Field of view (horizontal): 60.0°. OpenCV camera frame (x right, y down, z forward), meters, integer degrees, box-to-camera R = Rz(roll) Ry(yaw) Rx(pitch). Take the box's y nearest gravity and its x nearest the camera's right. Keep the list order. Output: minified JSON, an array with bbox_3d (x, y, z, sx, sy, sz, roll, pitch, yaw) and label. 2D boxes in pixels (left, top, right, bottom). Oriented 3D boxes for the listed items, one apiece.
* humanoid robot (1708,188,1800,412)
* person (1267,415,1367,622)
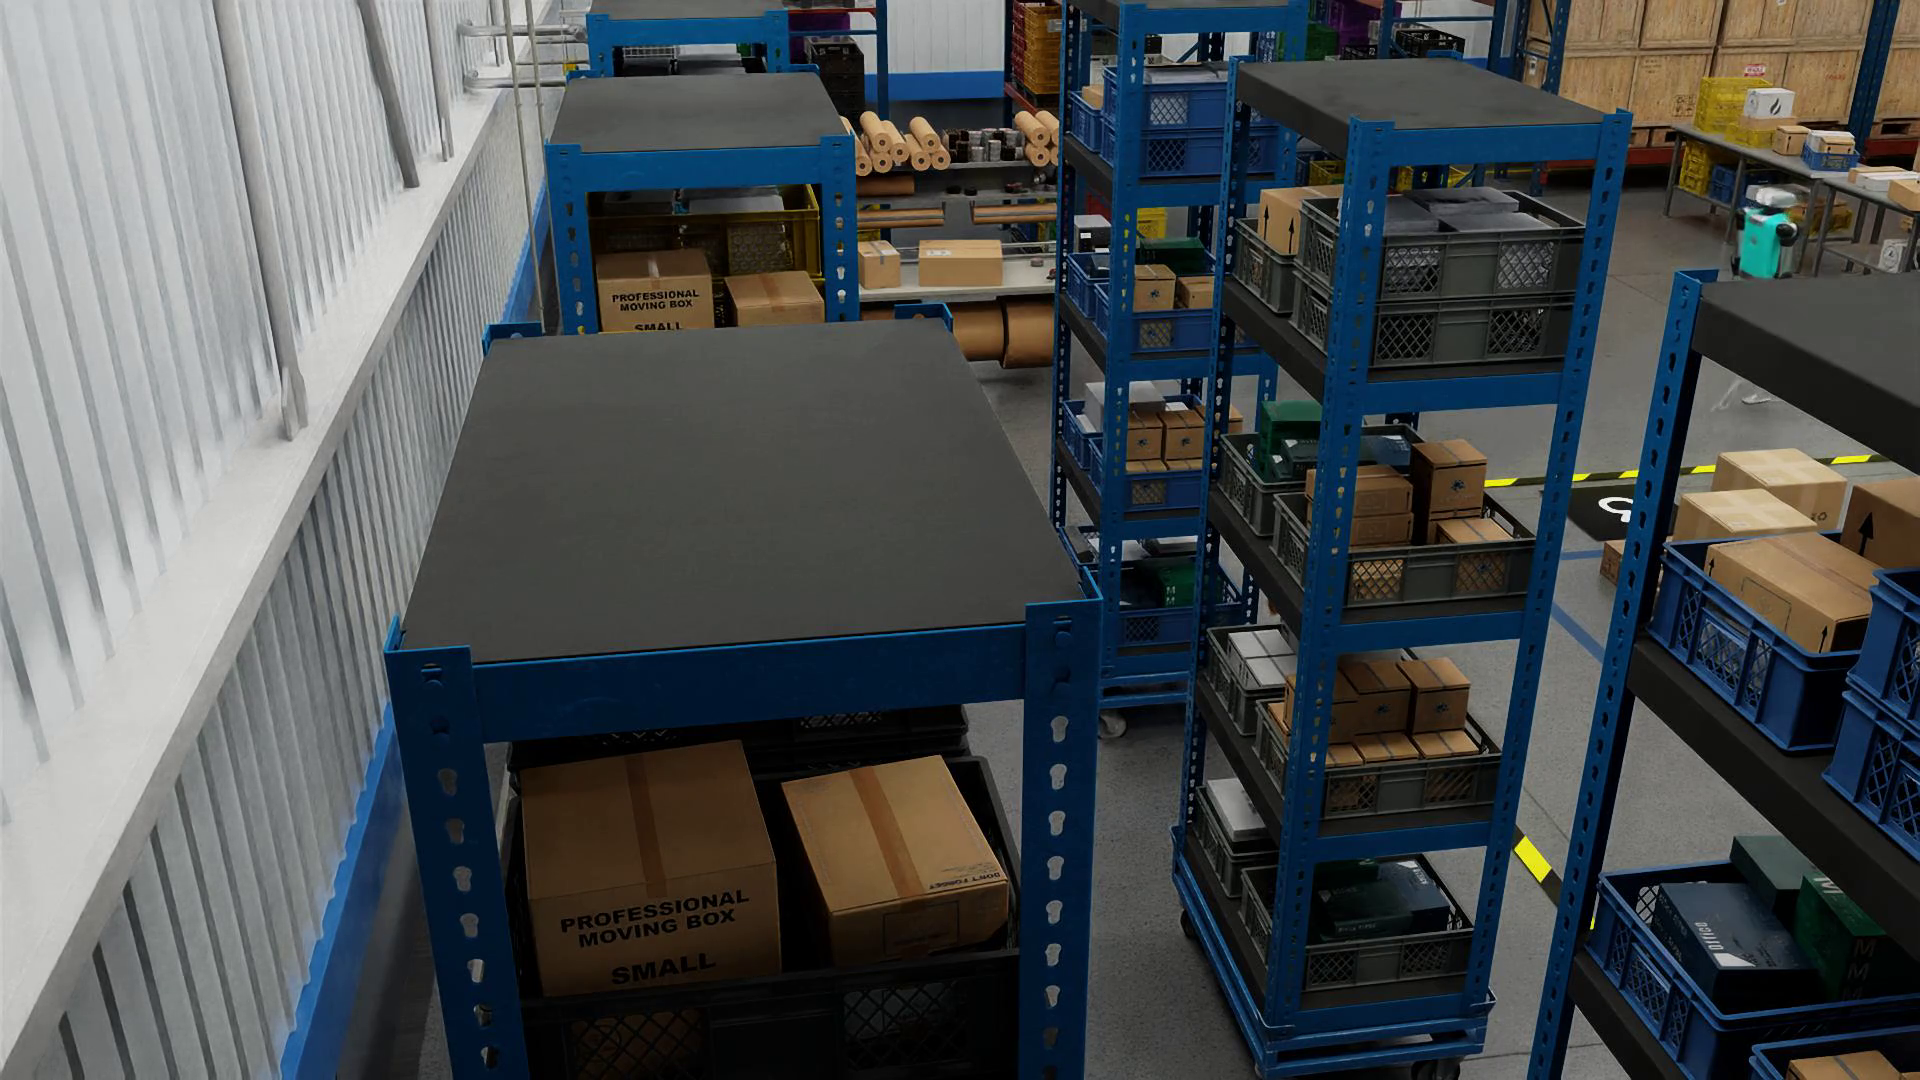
[{"bbox_3d":[6.061,-1.746,12.349,0.797,1.784,0.553,-9,26,-19],"label":"humanoid robot"},{"bbox_3d":[1.745,0.209,7.955,0.587,1.848,0.398,-4,25,-8],"label":"person"}]
